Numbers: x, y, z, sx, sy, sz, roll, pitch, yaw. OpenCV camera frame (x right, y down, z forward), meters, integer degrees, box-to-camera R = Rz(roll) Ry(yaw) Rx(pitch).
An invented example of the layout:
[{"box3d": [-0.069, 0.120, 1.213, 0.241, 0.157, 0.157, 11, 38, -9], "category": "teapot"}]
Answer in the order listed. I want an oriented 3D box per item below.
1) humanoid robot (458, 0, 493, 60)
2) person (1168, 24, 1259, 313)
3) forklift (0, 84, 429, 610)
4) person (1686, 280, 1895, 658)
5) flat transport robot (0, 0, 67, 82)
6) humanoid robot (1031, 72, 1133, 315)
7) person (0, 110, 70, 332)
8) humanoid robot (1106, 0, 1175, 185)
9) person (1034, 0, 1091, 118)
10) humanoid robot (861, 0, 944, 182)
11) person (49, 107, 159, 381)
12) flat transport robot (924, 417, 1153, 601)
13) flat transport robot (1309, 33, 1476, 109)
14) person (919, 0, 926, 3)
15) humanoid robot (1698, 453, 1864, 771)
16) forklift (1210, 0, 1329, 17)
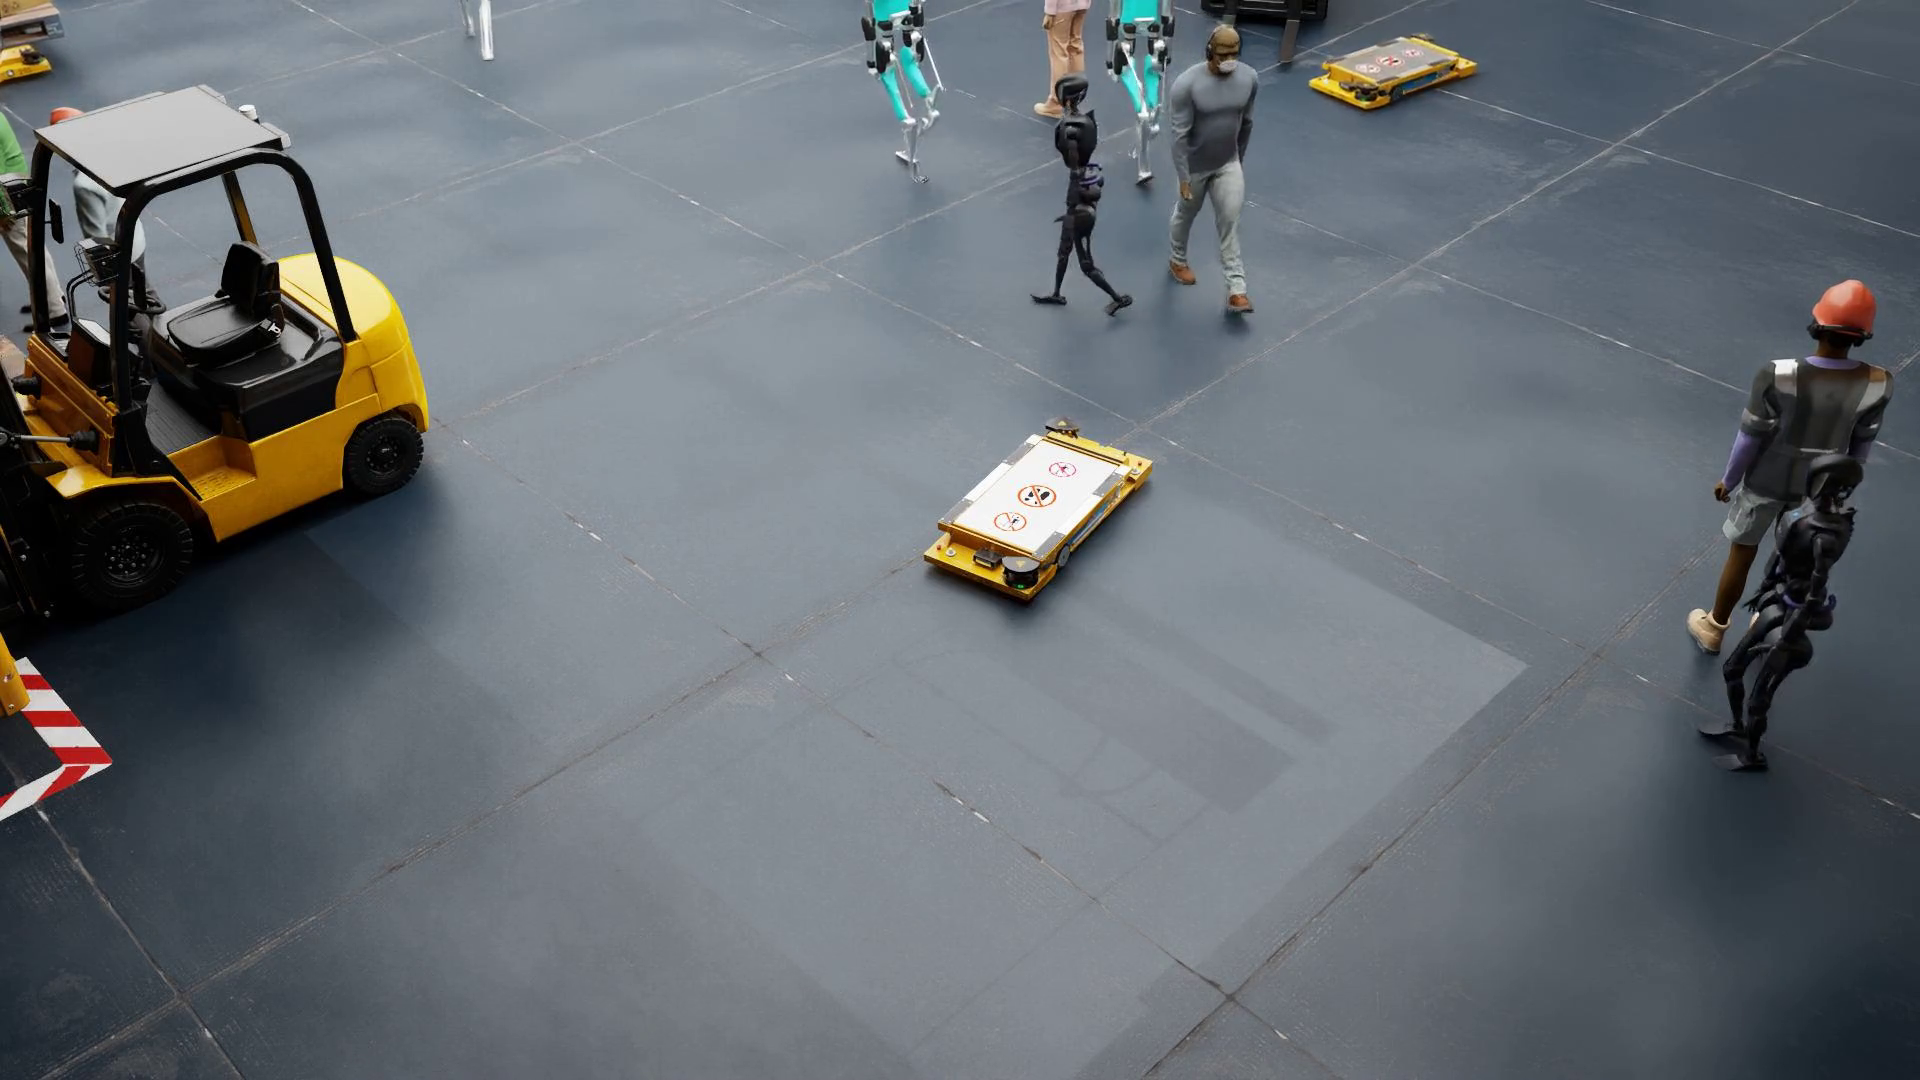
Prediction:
[{"box3d": [-4.402, -5.205, 14.769, 0.547, 1.806, 0.908, -11, 38, -15], "category": "humanoid robot"}, {"box3d": [1.664, -2.422, 10.887, 0.640, 1.885, 0.995, -10, 38, -13], "category": "person"}, {"box3d": [-4.145, -1.093, 8.856, 2.313, 2.155, 1.214, -31, 47, -34], "category": "forklift"}, {"box3d": [3.937, -0.301, 7.920, 0.603, 2.044, 0.372, 5, 37, 7], "category": "person"}, {"box3d": [-8.729, -4.417, 14.909, 0.659, 0.231, 1.431, -26, 44, -30], "category": "flat transport robot"}, {"box3d": [0.814, -2.229, 10.852, 0.708, 1.651, 0.614, 8, 38, 11], "category": "humanoid robot"}, {"box3d": [-6.152, -2.215, 10.703, 0.385, 1.776, 0.546, -17, 40, -21], "category": "person"}, {"box3d": [1.414, -3.512, 12.531, 0.533, 1.784, 1.009, -6, 37, -7], "category": "humanoid robot"}, {"box3d": [0.882, -4.334, 13.541, 0.412, 1.776, 0.536, 24, 43, 29], "category": "person"}, {"box3d": [-0.382, -3.571, 12.643, 0.540, 1.898, 0.726, -23, 43, -28], "category": "humanoid robot"}, {"box3d": [-5.187, -1.805, 10.185, 0.350, 1.738, 0.572, -4, 37, -5], "category": "person"}, {"box3d": [0.460, -0.198, 9.262, 0.659, 0.231, 1.431, 21, 41, 25], "category": "flat transport robot"}, {"box3d": [3.773, -4.079, 14.456, 1.431, 0.231, 0.659, -25, 43, -29], "category": "flat transport robot"}, {"box3d": [-0.385, -6.047, 15.856, 0.381, 1.755, 0.533, 5, 37, 7], "category": "person"}, {"box3d": [3.651, 0.336, 7.374, 0.324, 1.655, 0.586, 7, 37, 10], "category": "humanoid robot"}, {"box3d": [3.106, -6.400, 15.960, 1.214, 2.155, 2.313, 8, 37, 10], "category": "forklift"}]
